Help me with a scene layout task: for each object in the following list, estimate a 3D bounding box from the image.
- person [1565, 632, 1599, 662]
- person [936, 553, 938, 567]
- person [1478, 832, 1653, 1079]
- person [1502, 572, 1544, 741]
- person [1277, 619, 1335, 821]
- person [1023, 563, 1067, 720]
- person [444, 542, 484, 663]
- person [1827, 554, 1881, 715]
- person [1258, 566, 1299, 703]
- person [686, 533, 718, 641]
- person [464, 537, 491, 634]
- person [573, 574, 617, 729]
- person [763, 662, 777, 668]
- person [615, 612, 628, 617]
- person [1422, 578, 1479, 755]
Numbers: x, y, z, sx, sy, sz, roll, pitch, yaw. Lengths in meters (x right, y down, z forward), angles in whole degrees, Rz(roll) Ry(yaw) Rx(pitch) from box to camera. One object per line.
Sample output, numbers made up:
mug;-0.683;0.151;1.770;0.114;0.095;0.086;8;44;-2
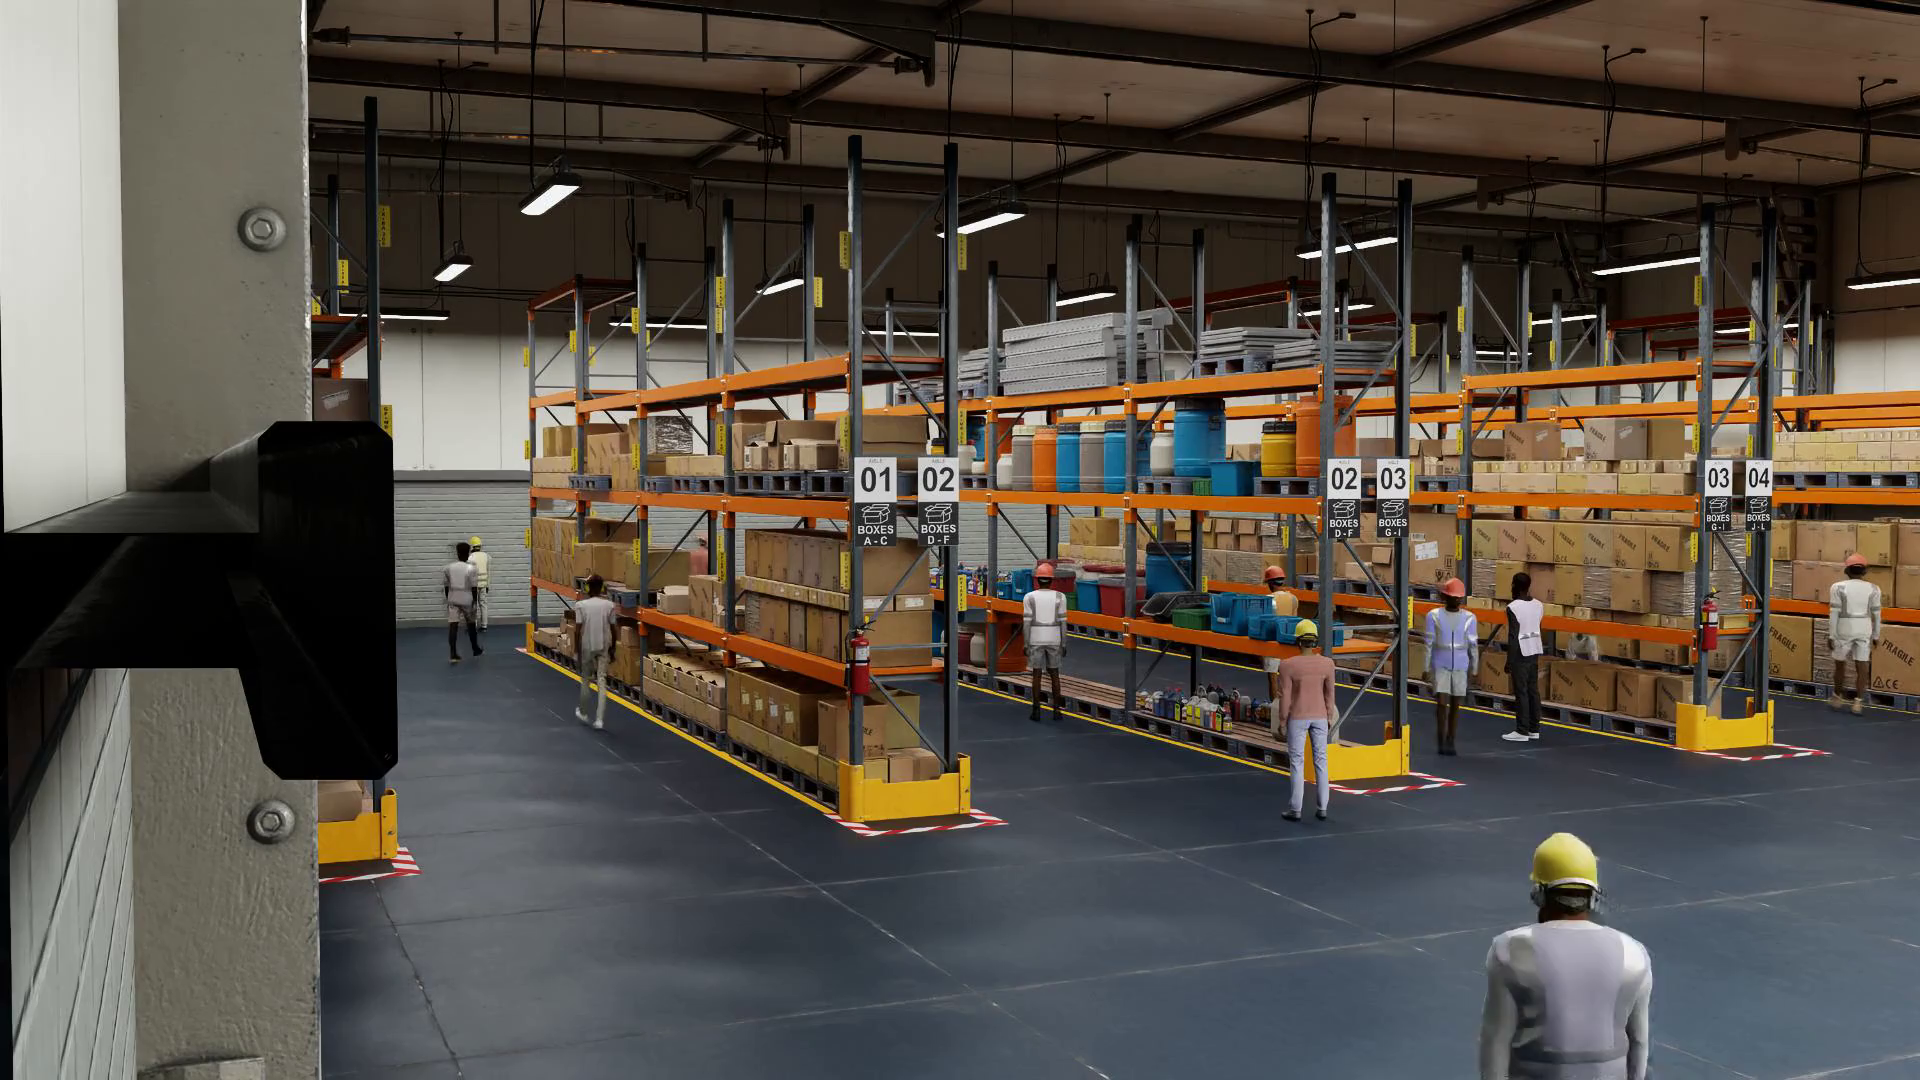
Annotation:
person;8.749;1.287;25.376;0.549;1.607;0.733;-2;3;-45
person;-0.314;0.761;34.444;0.405;1.986;0.619;1;2;20
person;2.079;1.924;6.260;0.617;1.813;0.538;0;2;-3
person;6.441;1.328;20.466;0.589;1.920;0.398;-2;3;-38
person;3.049;1.583;15.799;0.525;1.769;0.316;0;2;-12
person;1.051;1.254;22.171;0.551;1.935;0.375;0;2;-1
person;-8.023;0.999;28.953;0.626;1.912;0.985;0;2;7
person;11.339;1.189;22.791;0.649;2.032;0.660;0;2;10
person;3.836;1.275;21.729;0.542;1.930;0.366;-1;3;-31
person;-4.711;0.849;32.603;0.666;1.948;0.492;1;2;17
person;-9.185;0.852;33.997;0.404;1.833;0.589;2;3;37
person;-4.416;1.327;21.560;0.559;1.827;0.944;-1;2;-22
person;-2.462;1.189;23.319;0.618;1.995;1.057;-1;2;-24
person;-6.095;0.923;31.589;0.942;1.890;0.697;1;2;21
person;5.301;1.373;19.298;0.587;1.915;0.613;0;2;4
